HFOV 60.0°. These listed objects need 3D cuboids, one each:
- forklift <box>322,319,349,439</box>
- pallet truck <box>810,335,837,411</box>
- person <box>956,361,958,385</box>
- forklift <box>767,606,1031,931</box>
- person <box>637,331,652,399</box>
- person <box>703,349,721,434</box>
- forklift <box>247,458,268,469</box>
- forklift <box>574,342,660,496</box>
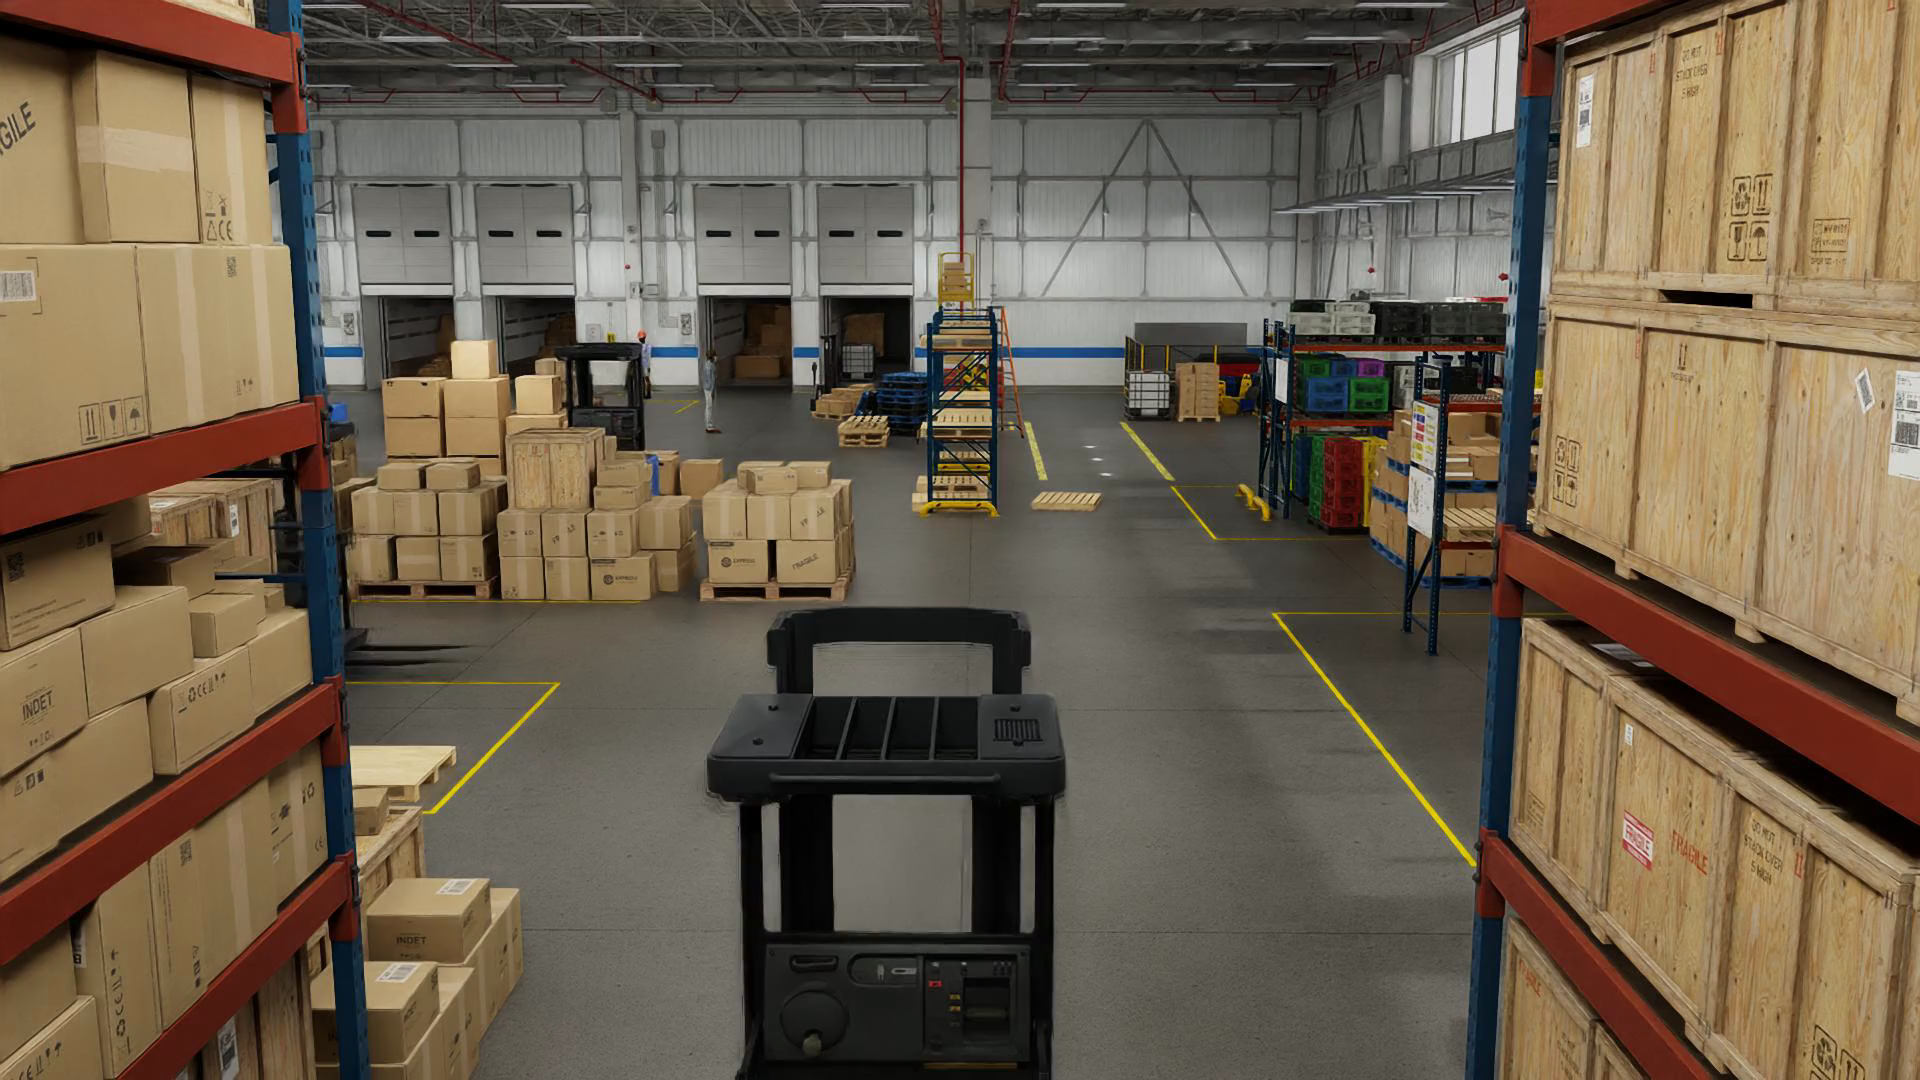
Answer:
[{"bbox_3d":[-13.003,-2.989,32.947,1.129,2.768,1.873,0,10,1],"label":"forklift"},{"bbox_3d":[-3.021,-4.312,43.126,1.885,1.965,0.823,3,10,17],"label":"pallet truck"},{"bbox_3d":[0.145,-3.994,41.624,0.574,1.883,0.355,8,13,38],"label":"person"},{"bbox_3d":[-0.212,1.645,6.214,1.129,2.768,1.873,0,10,1],"label":"forklift"},{"bbox_3d":[-8.949,-4.943,46.974,0.543,1.929,0.387,8,12,37],"label":"person"},{"bbox_3d":[-5.690,-3.398,38.024,0.372,1.940,0.630,-3,10,-15],"label":"person"},{"bbox_3d":[-7.174,-0.138,16.499,1.873,2.768,1.129,0,10,1],"label":"forklift"},{"bbox_3d":[-5.084,-1.487,24.283,1.129,2.768,1.873,0,10,1],"label":"forklift"}]
